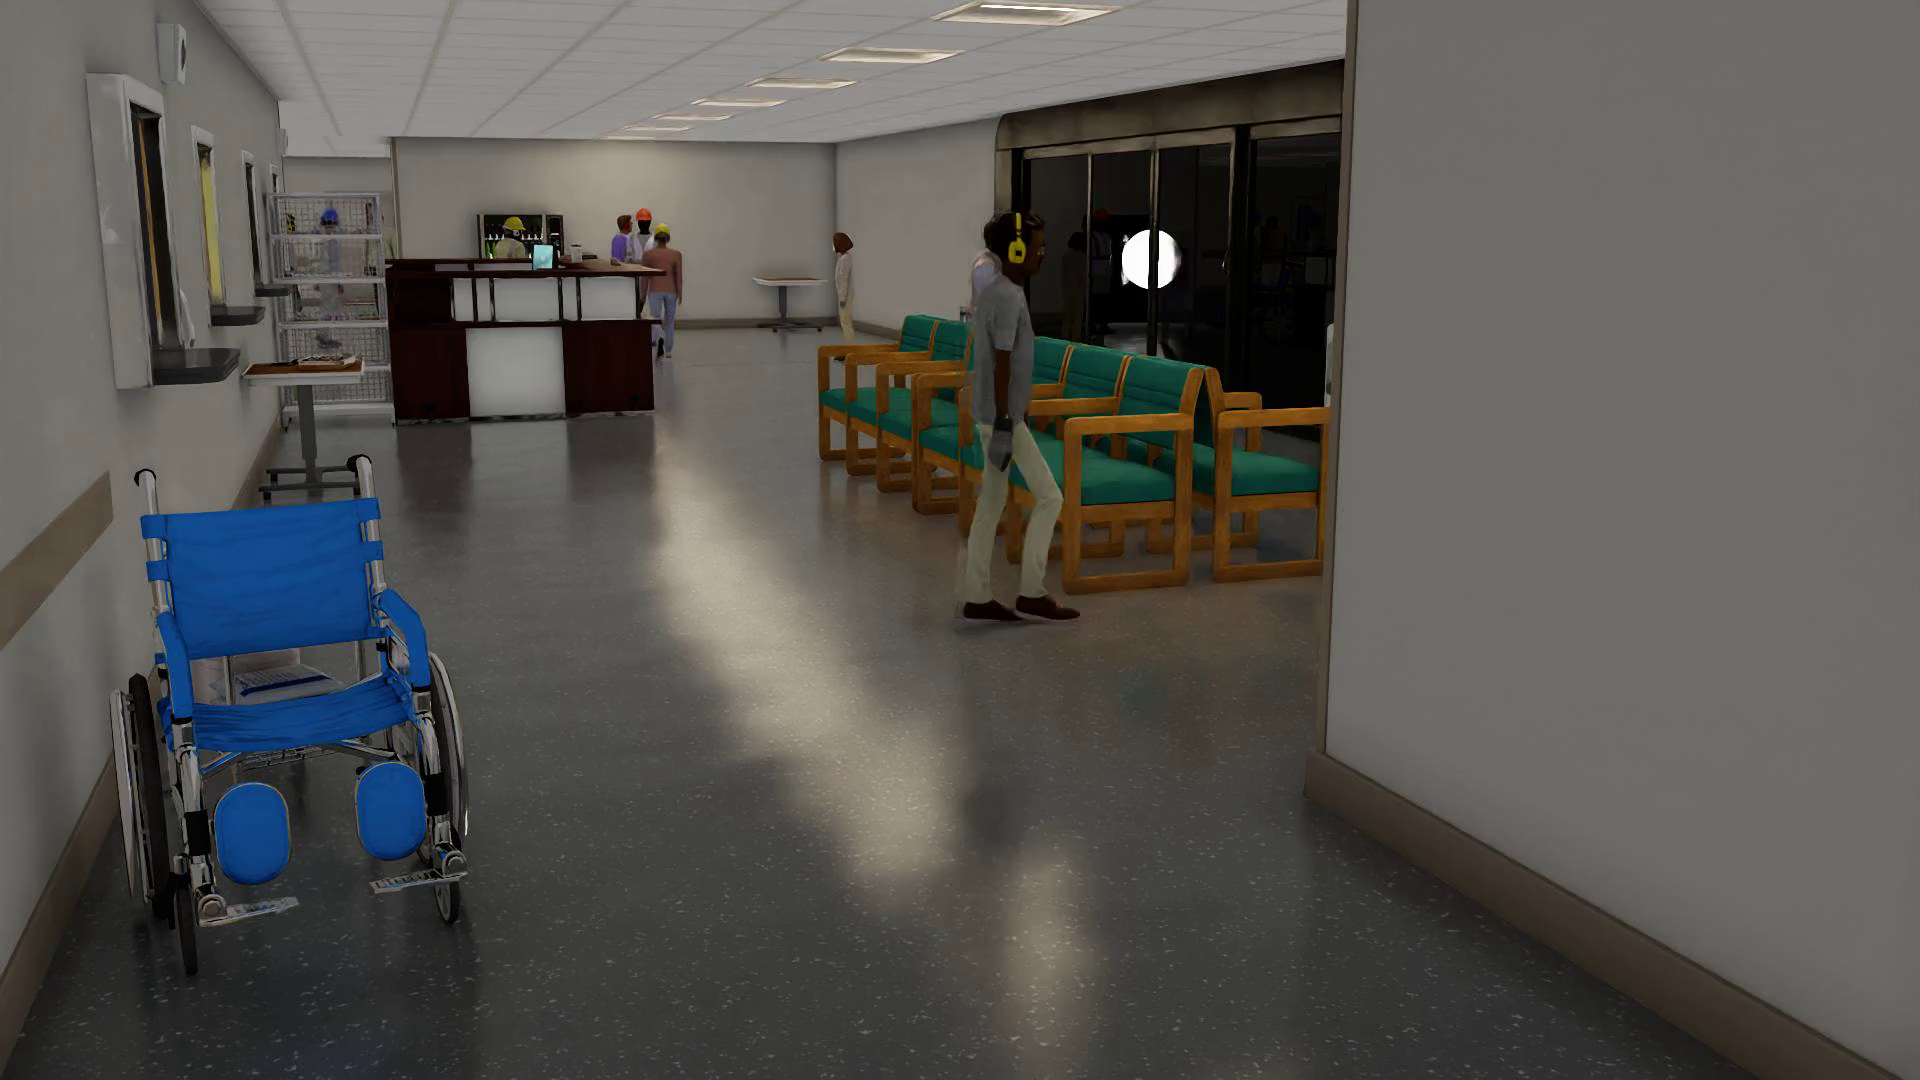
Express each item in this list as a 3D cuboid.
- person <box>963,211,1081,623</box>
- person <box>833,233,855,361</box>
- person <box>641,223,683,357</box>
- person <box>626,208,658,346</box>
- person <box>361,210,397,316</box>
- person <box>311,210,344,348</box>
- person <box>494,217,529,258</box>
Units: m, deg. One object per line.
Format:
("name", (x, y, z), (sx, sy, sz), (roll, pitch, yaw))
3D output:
("person", (0.310, -0.529, 7.448), (0.672, 1.847, 0.563), (-2, 11, -9))
("person", (-1.477, -3.091, 21.187), (0.284, 1.628, 0.504), (0, 11, -1))
("person", (-3.826, -3.200, 21.426), (0.532, 1.742, 0.668), (-2, 11, -12))
("person", (-4.461, -3.720, 23.589), (0.545, 1.942, 0.351), (0, 11, 2))
("person", (-10.364, -4.937, 29.736), (0.630, 1.974, 0.430), (-3, 11, -16))
("person", (-8.816, -3.646, 23.265), (0.484, 1.913, 0.657), (-11, 15, -43))
("person", (-5.934, -3.380, 22.159), (0.595, 1.824, 0.403), (10, 15, 42))
